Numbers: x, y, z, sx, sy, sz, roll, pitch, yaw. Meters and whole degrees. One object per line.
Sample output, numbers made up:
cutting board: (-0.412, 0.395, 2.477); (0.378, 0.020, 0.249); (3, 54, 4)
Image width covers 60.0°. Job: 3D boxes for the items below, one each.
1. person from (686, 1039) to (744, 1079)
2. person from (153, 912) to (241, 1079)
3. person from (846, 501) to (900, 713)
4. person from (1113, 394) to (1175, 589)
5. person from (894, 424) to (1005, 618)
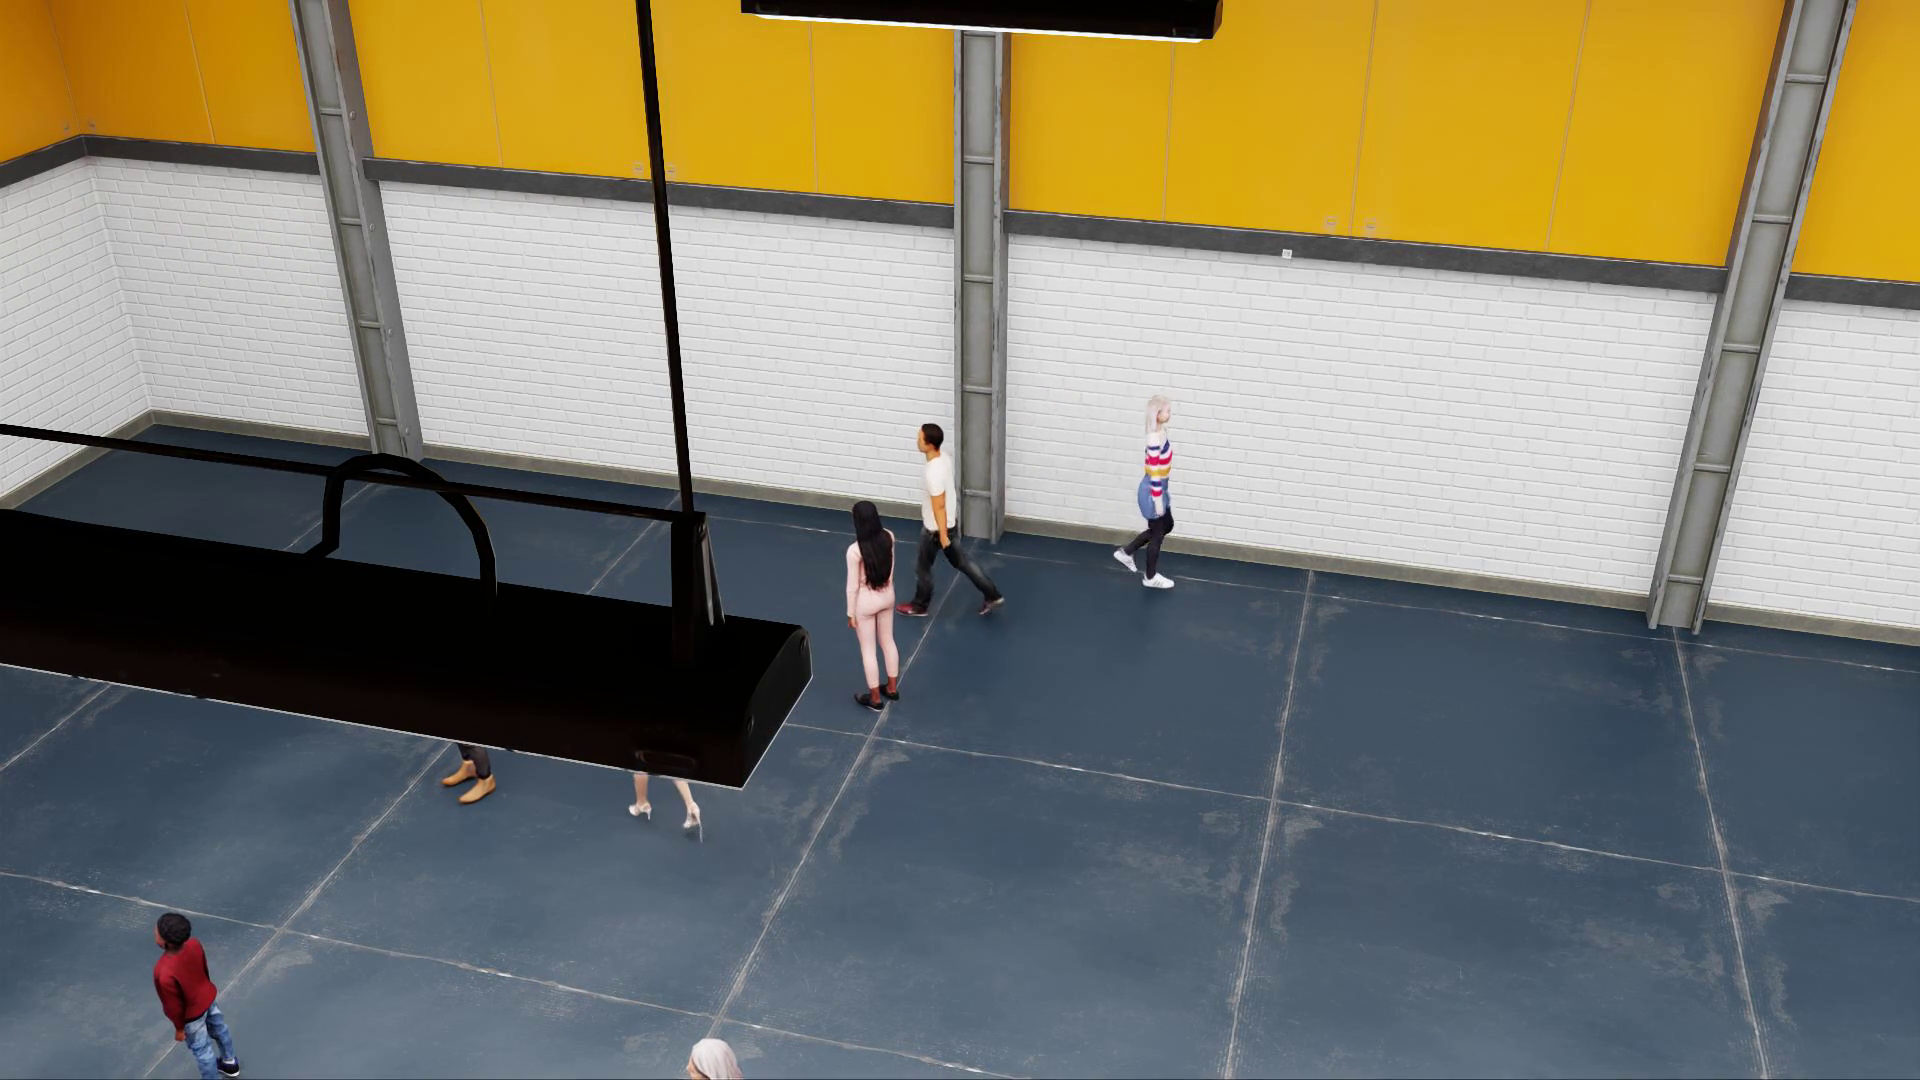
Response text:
person: (-1.097, 3.013, 7.923); (0.593, 1.697, 0.637); (4, 29, 7)
person: (-4.235, 2.565, 9.196); (0.507, 1.255, 0.524); (4, 29, 7)
person: (-0.647, 0.488, 12.523); (0.699, 1.715, 0.695); (25, 37, 38)
person: (1.566, -0.402, 14.068); (0.767, 1.798, 0.657); (6, 29, 11)
person: (-0.058, -0.108, 13.576); (1.167, 1.763, 0.736); (6, 29, 10)
